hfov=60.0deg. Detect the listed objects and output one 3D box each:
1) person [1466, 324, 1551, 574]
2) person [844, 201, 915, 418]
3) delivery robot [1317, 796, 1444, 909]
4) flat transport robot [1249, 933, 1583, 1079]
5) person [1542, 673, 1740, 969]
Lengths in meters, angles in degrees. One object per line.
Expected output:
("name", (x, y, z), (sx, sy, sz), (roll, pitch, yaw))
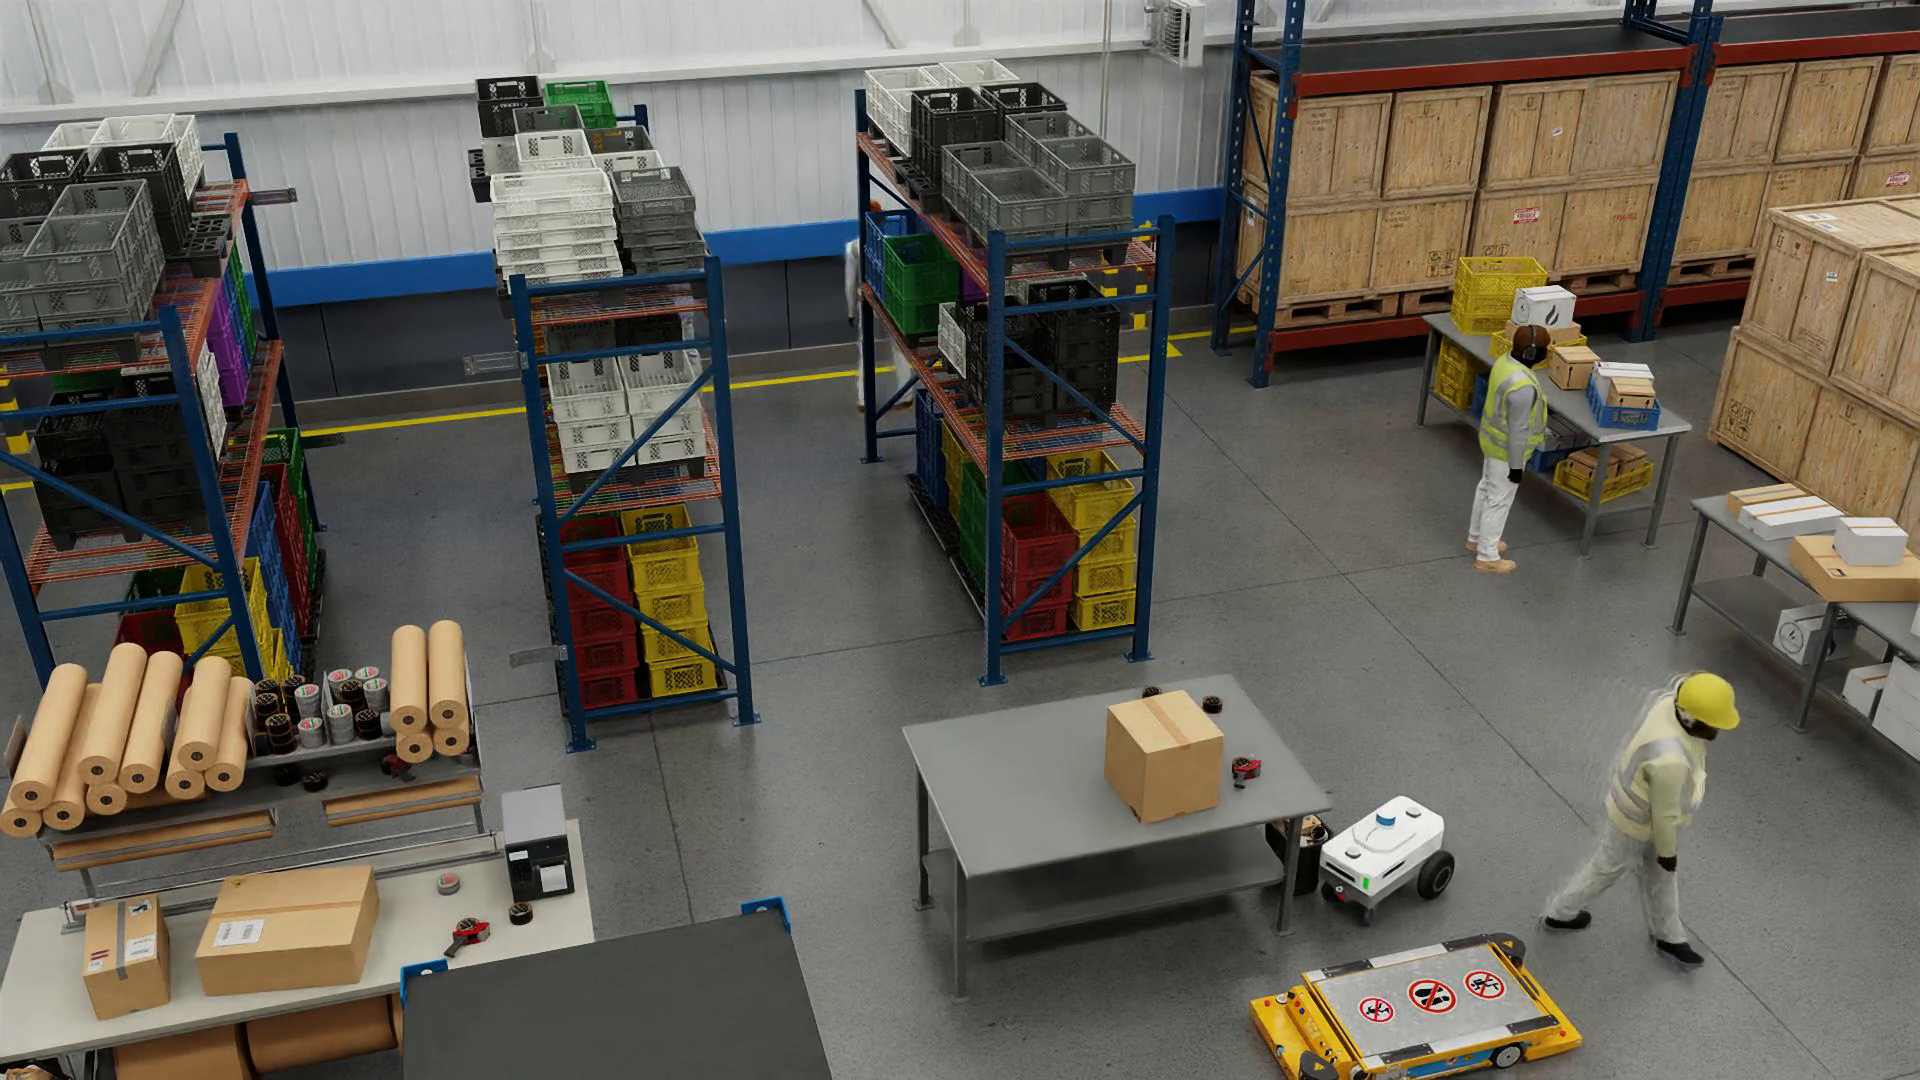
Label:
("person", (3.868, -0.648, 11.708), (0.430, 1.836, 0.618), (4, 29, 7))
("person", (-0.648, -1.935, 14.029), (0.635, 1.857, 0.466), (-1, 29, -3))
("delivery robot", (2.223, 1.629, 8.782), (0.707, 0.478, 0.477), (-22, 36, -35))
("flat transport robot", (2.184, 2.282, 7.980), (1.431, 0.197, 0.652), (-8, 30, -14))
("person", (3.393, 1.336, 8.169), (0.787, 1.770, 0.617), (17, 33, 28))
